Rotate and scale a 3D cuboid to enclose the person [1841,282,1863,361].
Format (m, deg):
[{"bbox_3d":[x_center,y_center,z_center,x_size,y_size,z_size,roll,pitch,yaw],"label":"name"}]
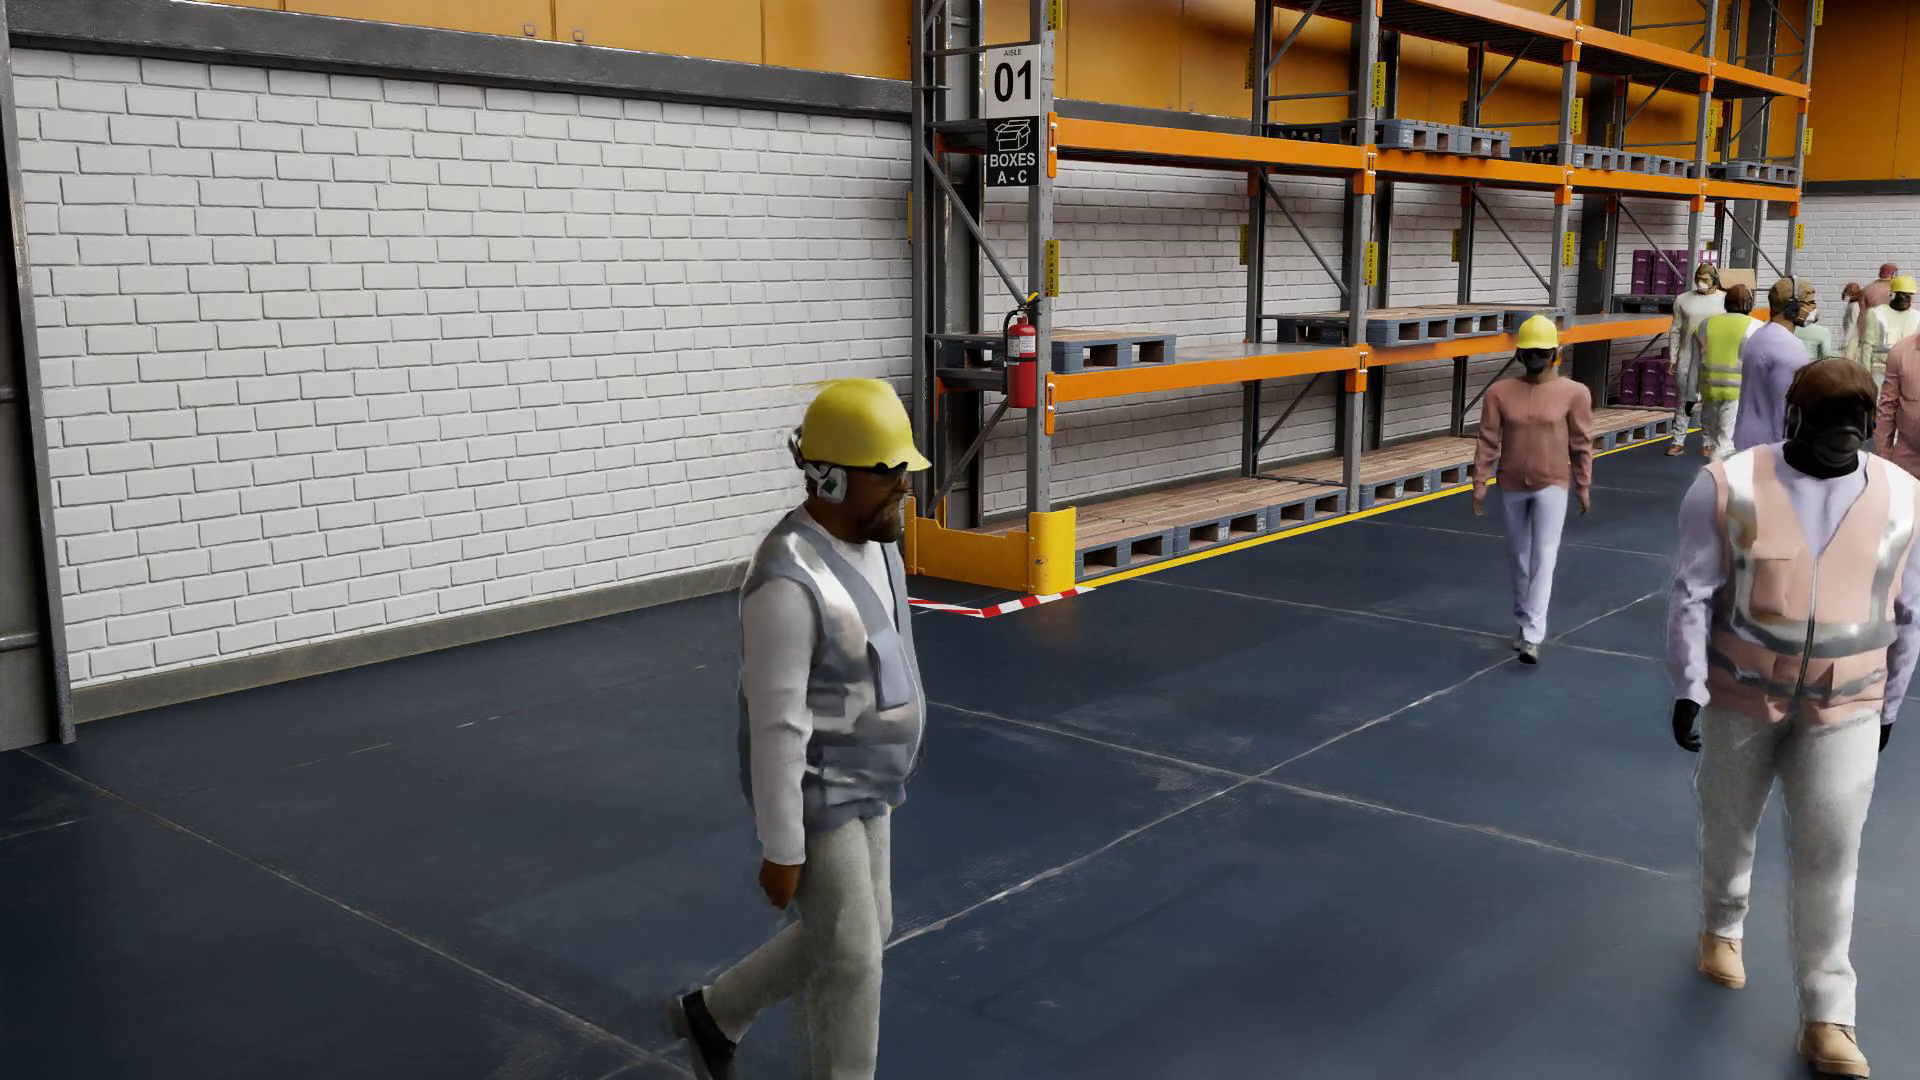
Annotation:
[{"bbox_3d":[12.233,-2.729,22.844,0.335,1.617,0.564,5,11,27],"label":"person"}]

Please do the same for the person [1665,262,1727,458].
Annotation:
[{"bbox_3d":[7.356,-1.780,16.525,0.627,1.934,0.370,7,12,34],"label":"person"}]

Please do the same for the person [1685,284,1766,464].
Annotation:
[{"bbox_3d":[6.190,-1.155,13.379,0.972,1.796,0.648,-8,13,-39],"label":"person"}]

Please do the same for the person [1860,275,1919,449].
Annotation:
[{"bbox_3d":[9.221,-1.722,16.521,0.604,1.818,0.581,1,10,3],"label":"person"}]

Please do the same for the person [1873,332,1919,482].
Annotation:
[{"bbox_3d":[5.216,-0.423,8.873,0.652,1.906,0.402,8,13,39],"label":"person"}]

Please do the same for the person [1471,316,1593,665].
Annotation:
[{"bbox_3d":[2.832,-0.244,8.316,0.551,1.726,0.857,6,12,30],"label":"person"}]

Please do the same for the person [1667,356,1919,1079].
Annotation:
[{"bbox_3d":[2.198,0.421,4.399,0.633,1.799,0.889,3,11,19],"label":"person"}]

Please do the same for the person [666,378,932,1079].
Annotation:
[{"bbox_3d":[-0.362,0.536,3.688,0.642,1.809,0.599,3,10,15],"label":"person"}]

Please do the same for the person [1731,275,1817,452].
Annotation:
[{"bbox_3d":[4.461,-0.485,9.178,0.371,1.932,0.622,2,10,12],"label":"person"}]

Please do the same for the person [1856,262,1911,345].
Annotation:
[{"bbox_3d":[12.503,-2.819,22.566,0.664,1.882,0.439,6,12,32],"label":"person"}]

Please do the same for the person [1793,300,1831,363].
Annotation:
[{"bbox_3d":[8.201,-1.569,16.259,0.508,1.611,0.730,7,12,35],"label":"person"}]
